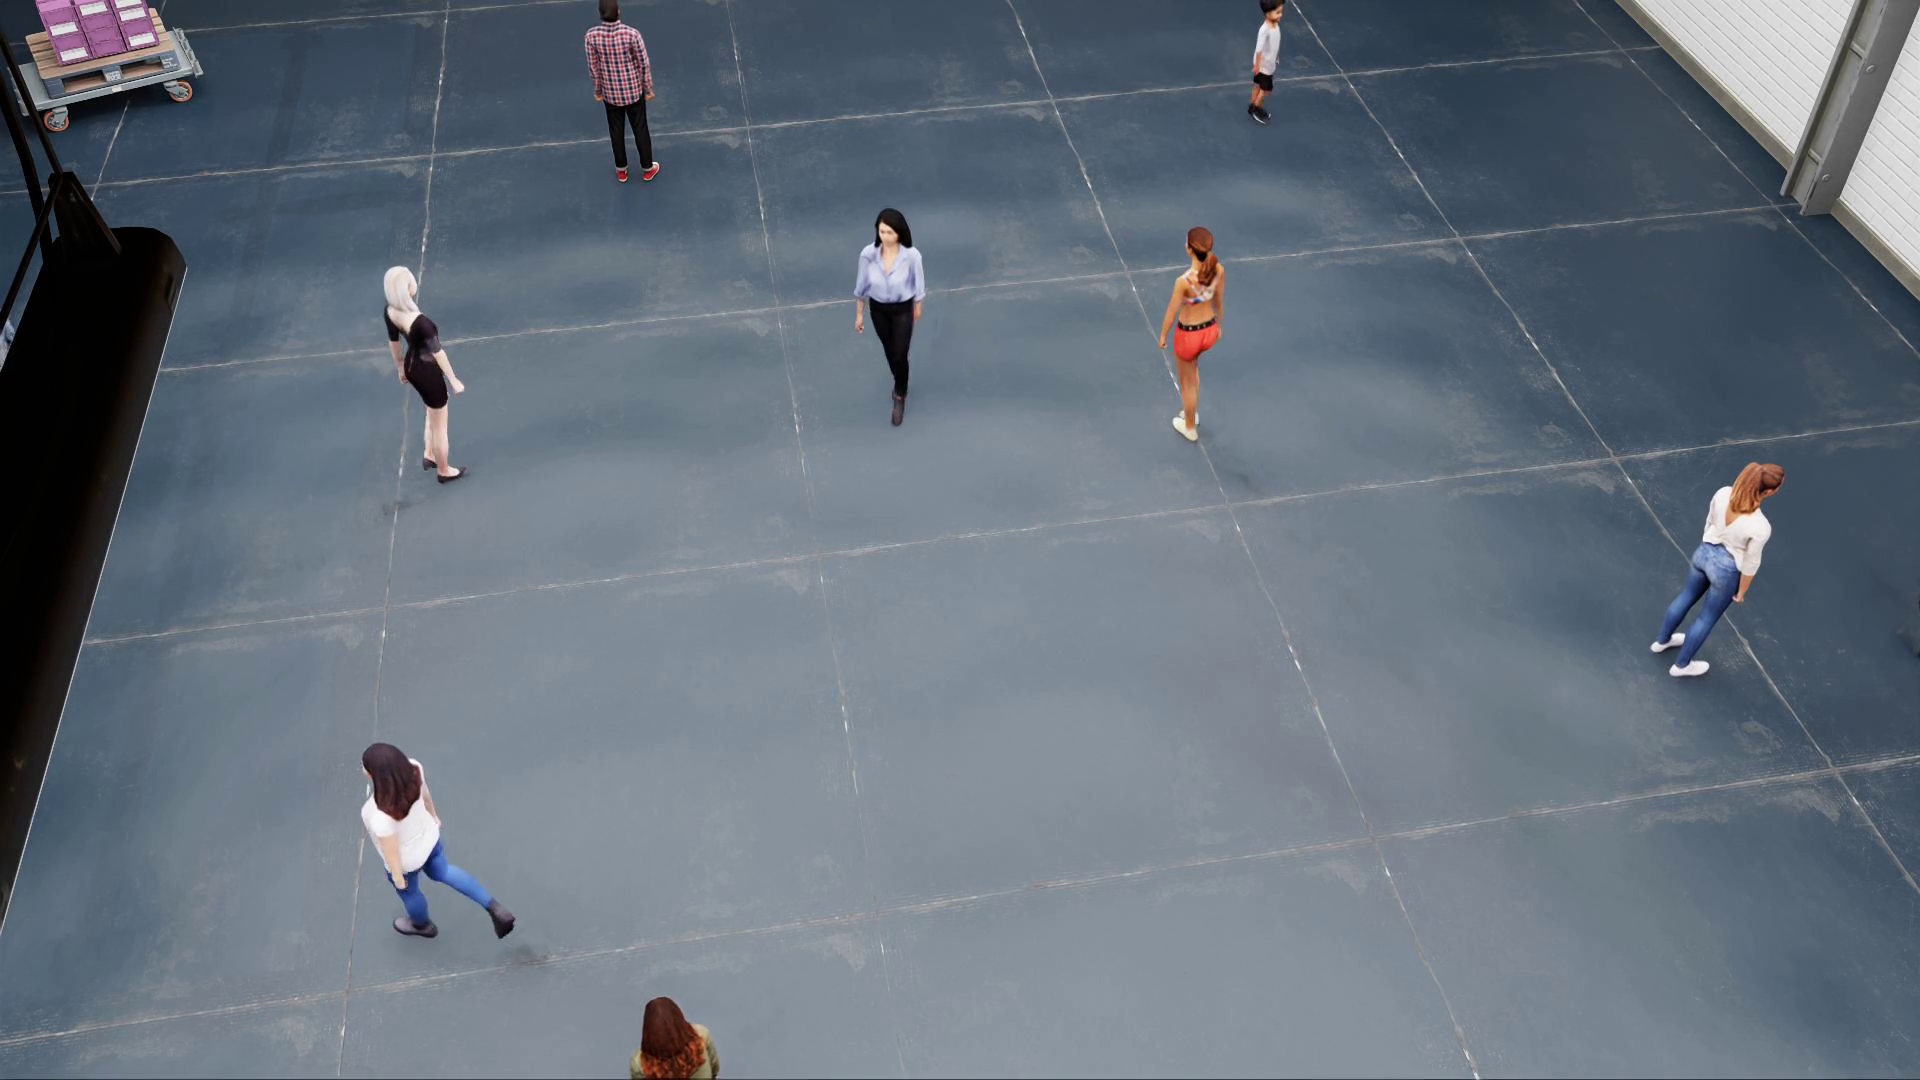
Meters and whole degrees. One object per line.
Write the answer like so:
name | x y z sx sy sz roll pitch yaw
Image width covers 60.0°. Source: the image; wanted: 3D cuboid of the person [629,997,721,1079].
person | -1.345 2.658 7.956 0.640 1.475 0.606 -22 48 -22

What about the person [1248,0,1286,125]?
person | 2.832 -4.573 15.710 0.642 1.249 0.572 19 47 19

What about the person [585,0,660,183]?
person | -2.991 -3.997 14.735 0.711 1.759 0.649 -3 44 -3

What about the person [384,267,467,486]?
person | -3.807 -1.087 11.634 0.720 1.824 0.785 29 51 27

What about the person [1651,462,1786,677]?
person | 4.724 0.175 10.380 0.704 1.726 0.519 -15 46 -15

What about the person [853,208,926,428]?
person | -0.490 -1.751 12.404 0.826 1.722 0.933 10 44 10

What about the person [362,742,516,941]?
person | -2.825 1.673 8.852 0.944 1.665 1.032 10 45 11

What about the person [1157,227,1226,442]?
person | 1.743 -1.424 12.020 0.698 1.779 0.705 -21 47 -20
